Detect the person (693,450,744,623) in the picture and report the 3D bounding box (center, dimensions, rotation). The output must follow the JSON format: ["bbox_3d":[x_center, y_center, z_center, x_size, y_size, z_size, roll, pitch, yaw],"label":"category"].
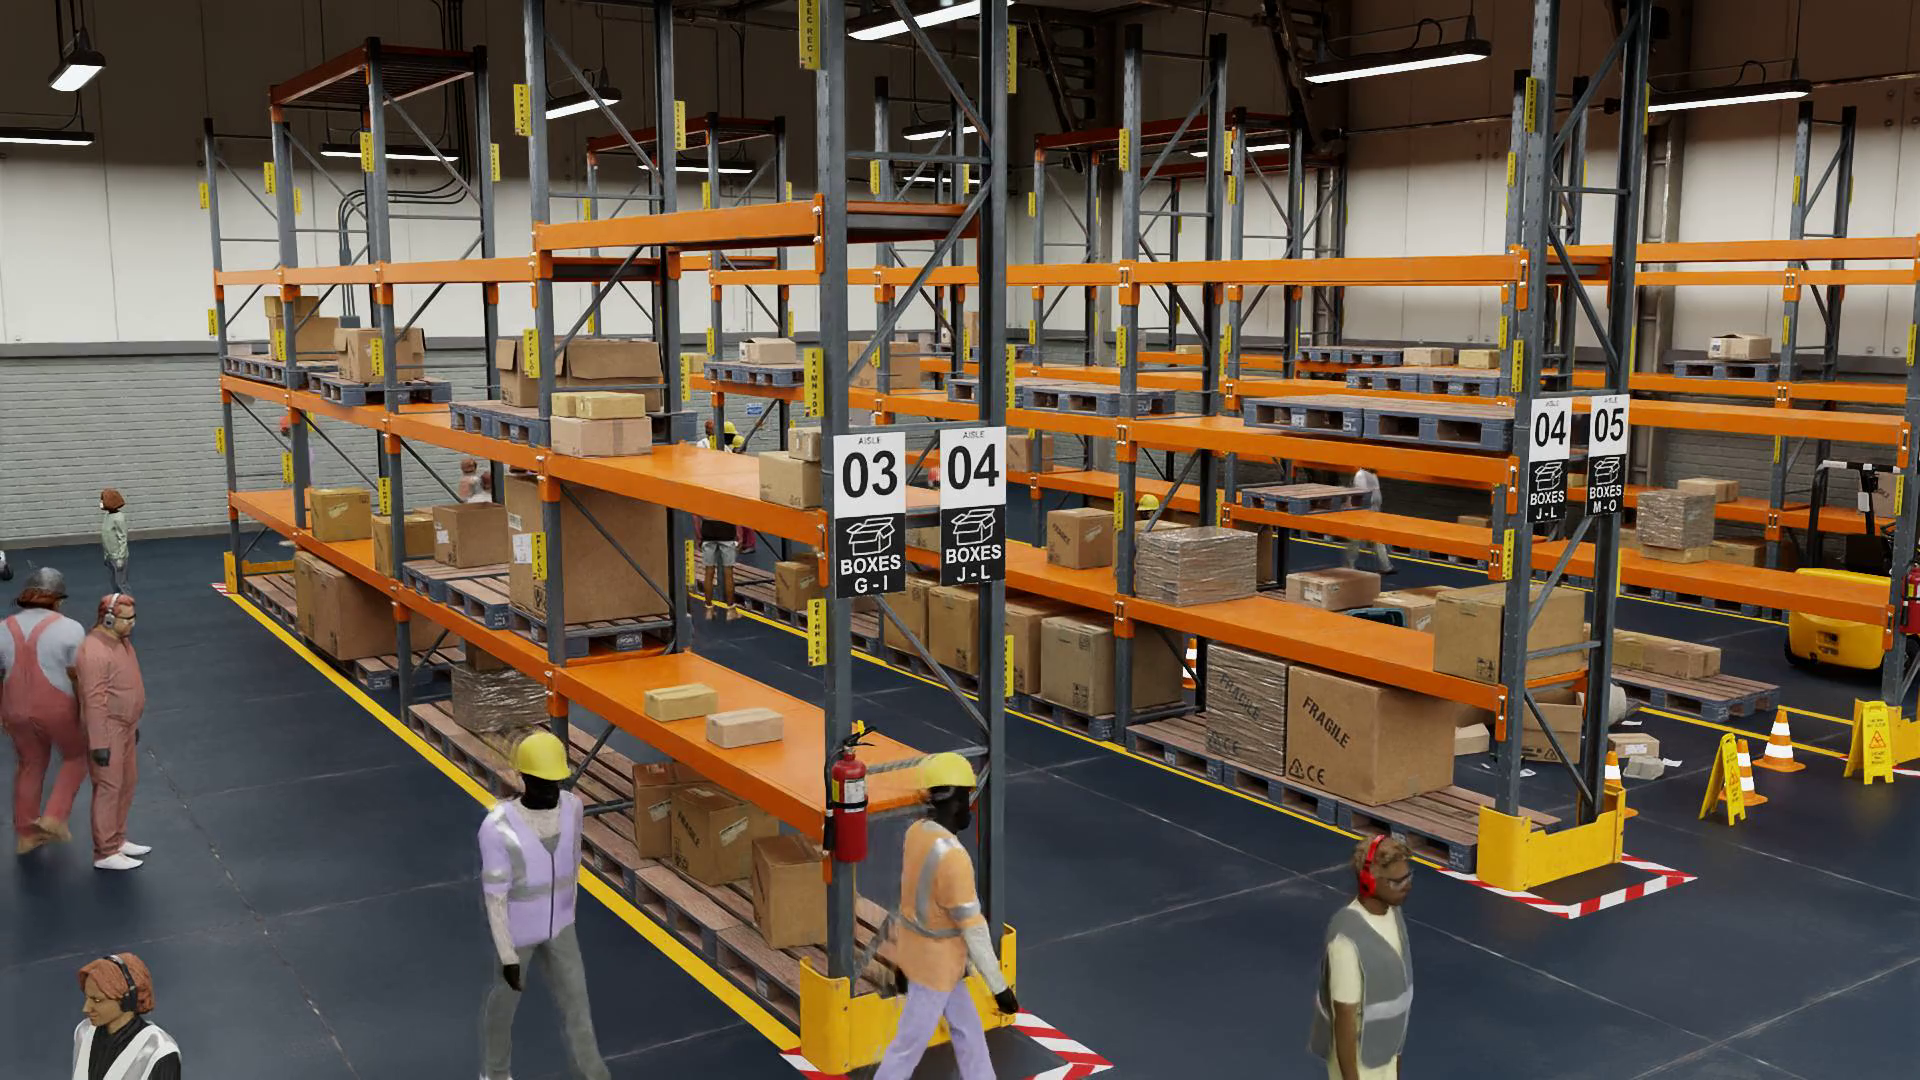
[{"bbox_3d":[-2.843,-0.040,19.665,0.635,2.037,0.441,1,9,9],"label":"person"}]

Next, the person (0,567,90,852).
[{"bbox_3d":[-6.383,1.157,11.661,0.719,2.000,0.541,1,9,4],"label":"person"}]

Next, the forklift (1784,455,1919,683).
[{"bbox_3d":[9.643,0.253,17.172,2.313,2.155,1.214,-6,10,-33],"label":"forklift"}]

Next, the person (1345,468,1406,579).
[{"bbox_3d":[5.586,-0.335,22.407,0.876,1.791,0.628,5,10,32],"label":"person"}]

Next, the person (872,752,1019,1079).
[{"bbox_3d":[-0.089,1.885,7.407,0.965,1.859,0.613,-2,9,-12],"label":"person"}]

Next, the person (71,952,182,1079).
[{"bbox_3d":[-2.905,2.233,5.827,0.512,1.641,0.307,4,9,25],"label":"person"}]

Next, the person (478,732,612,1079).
[{"bbox_3d":[-1.941,1.819,7.777,1.023,1.870,0.605,7,11,41],"label":"person"}]

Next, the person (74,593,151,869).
[{"bbox_3d":[-5.731,1.293,11.276,0.399,1.887,0.653,-2,9,-12],"label":"person"}]

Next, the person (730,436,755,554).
[{"bbox_3d":[-3.242,-0.674,24.766,0.329,1.765,0.526,-5,10,-31],"label":"person"}]

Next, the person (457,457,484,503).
[{"bbox_3d":[-6.770,-0.337,23.021,0.552,1.606,0.368,6,10,35],"label":"person"}]

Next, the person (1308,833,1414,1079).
[{"bbox_3d":[1.577,2.034,6.509,0.392,1.849,0.570,5,10,31],"label":"person"}]

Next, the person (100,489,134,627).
[{"bbox_3d":[-9.784,0.219,19.256,0.500,1.633,0.283,8,12,43],"label":"person"}]
